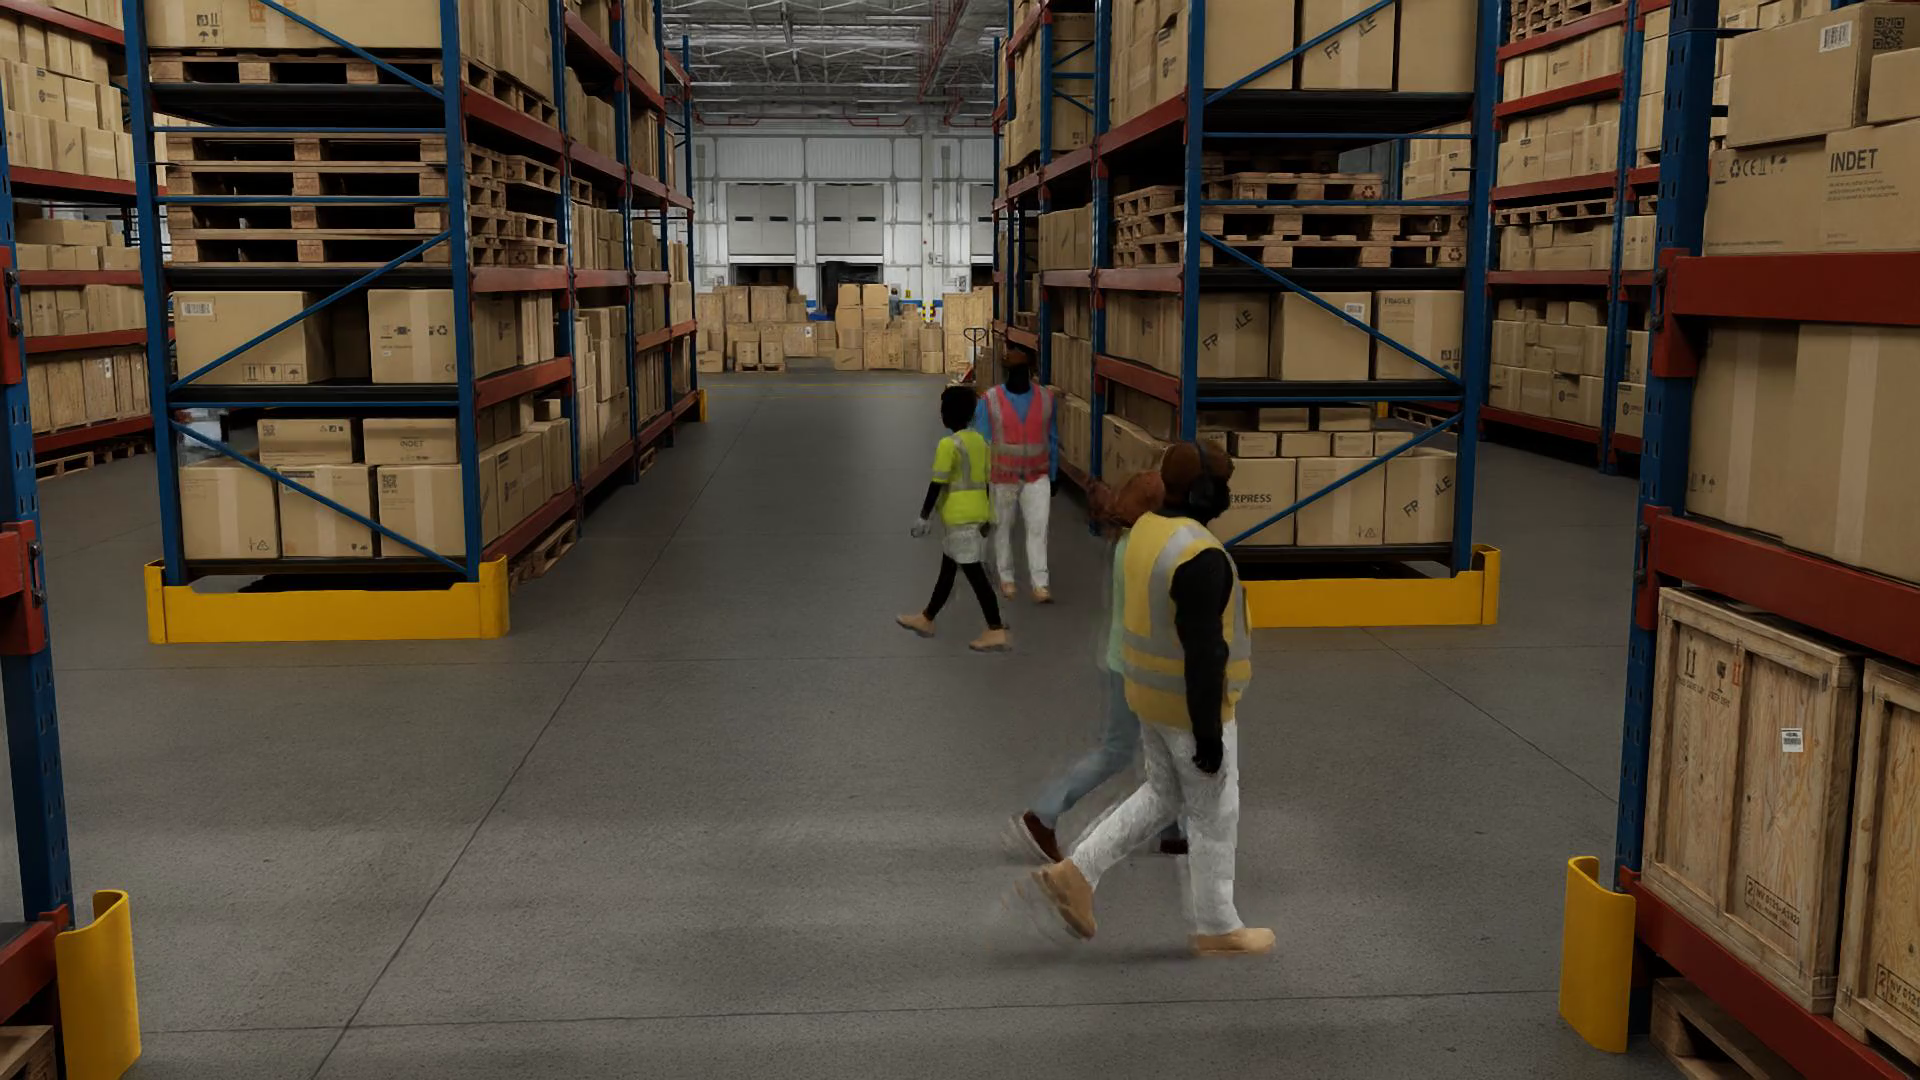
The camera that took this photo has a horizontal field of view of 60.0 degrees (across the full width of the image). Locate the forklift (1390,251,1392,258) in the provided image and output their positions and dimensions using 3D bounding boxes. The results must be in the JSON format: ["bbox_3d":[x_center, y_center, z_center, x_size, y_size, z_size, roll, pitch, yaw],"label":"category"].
[{"bbox_3d":[8.339,-4.247,32.495,1.129,2.768,1.873,5,10,30],"label":"forklift"}]

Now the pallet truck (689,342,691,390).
[{"bbox_3d":[-5.225,-3.008,27.480,1.885,1.965,0.823,2,9,14],"label":"pallet truck"}]

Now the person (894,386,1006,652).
[{"bbox_3d":[-0.054,-0.137,10.512,0.878,1.651,0.552,4,10,23],"label":"person"}]

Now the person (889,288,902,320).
[{"bbox_3d":[-2.309,-7.828,57.972,0.639,1.928,0.369,3,10,21],"label":"person"}]

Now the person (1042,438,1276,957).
[{"bbox_3d":[0.706,0.555,5.674,0.731,1.819,0.631,-2,9,-13],"label":"person"}]

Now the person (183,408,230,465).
[{"bbox_3d":[-6.831,-0.875,15.183,0.577,1.632,0.862,2,9,14],"label":"person"}]

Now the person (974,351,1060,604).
[{"bbox_3d":[0.435,-0.433,11.880,0.658,1.811,0.859,-1,9,-9],"label":"person"}]

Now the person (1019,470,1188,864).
[{"bbox_3d":[0.639,0.513,6.616,0.786,1.601,0.509,0,9,2],"label":"person"}]

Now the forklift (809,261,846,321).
[{"bbox_3d":[-4.120,-7.844,55.086,1.873,2.768,1.129,3,10,20],"label":"forklift"}]
